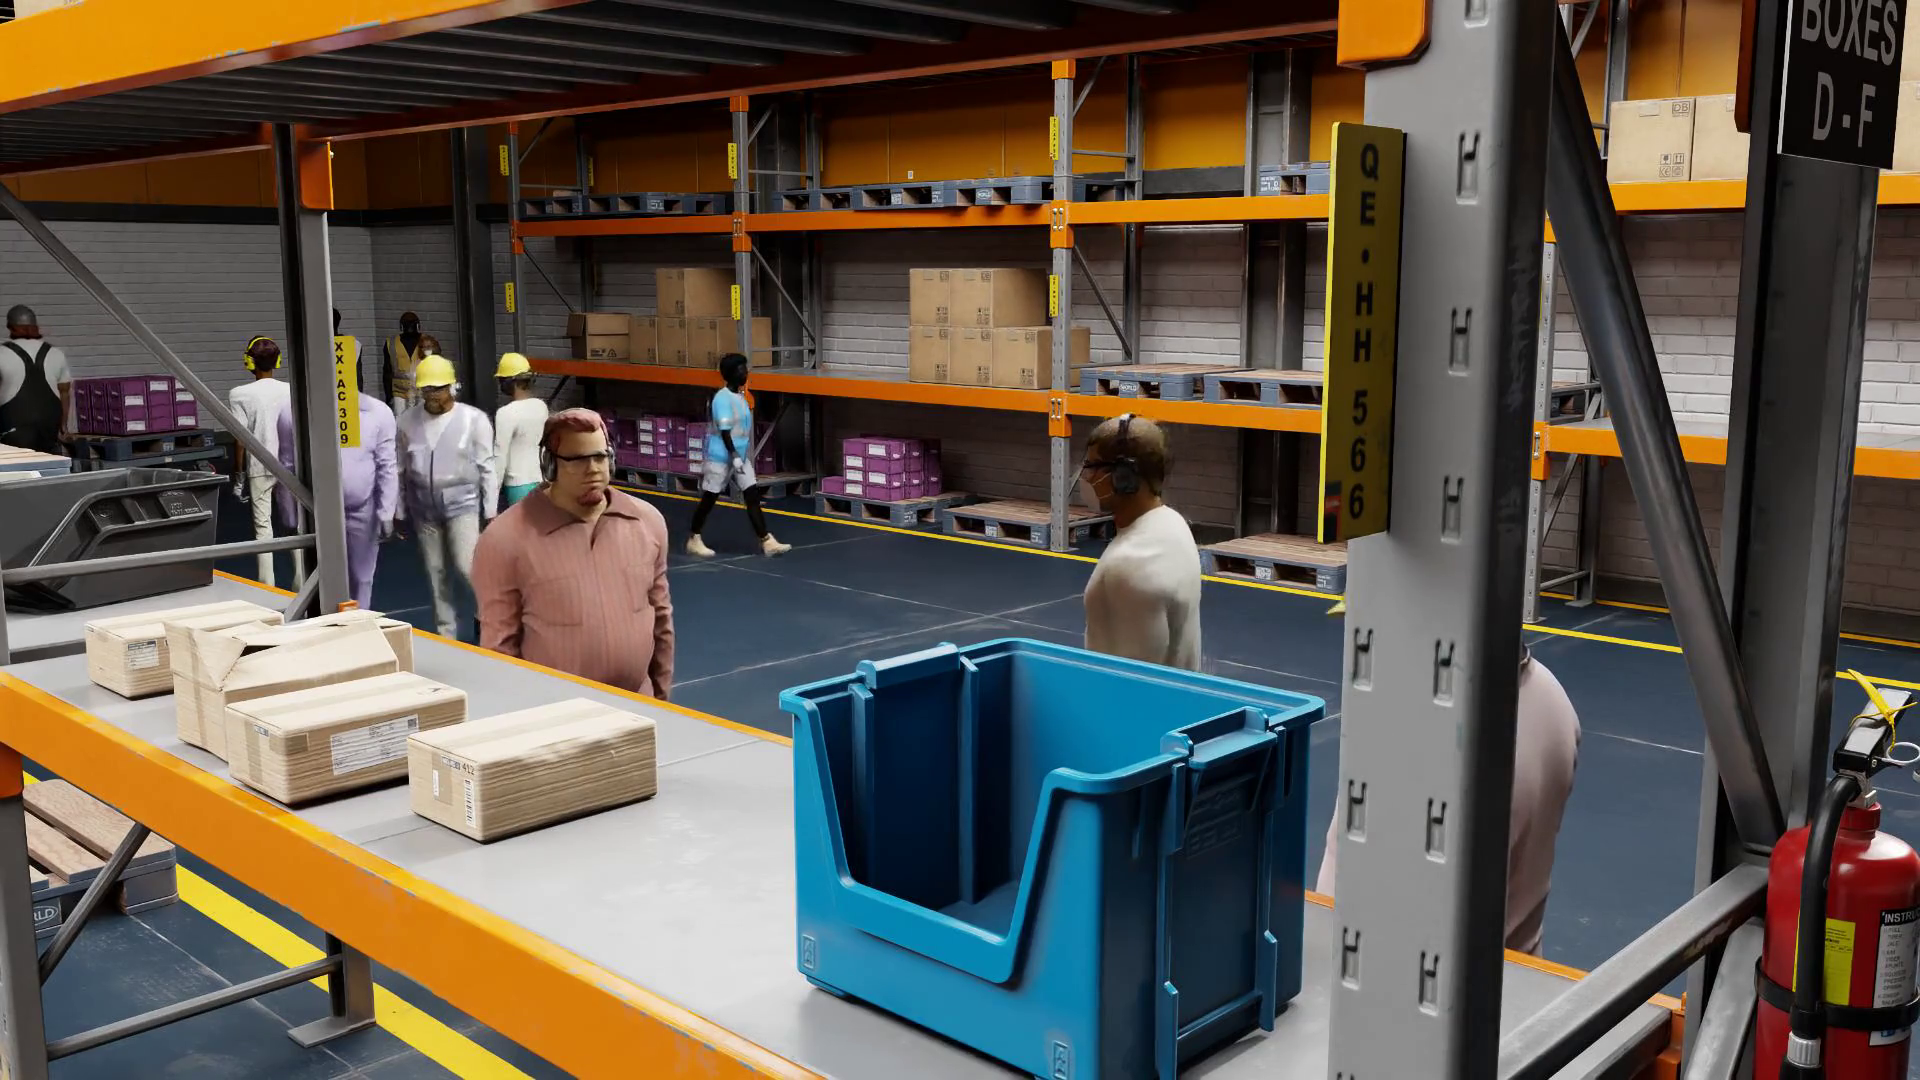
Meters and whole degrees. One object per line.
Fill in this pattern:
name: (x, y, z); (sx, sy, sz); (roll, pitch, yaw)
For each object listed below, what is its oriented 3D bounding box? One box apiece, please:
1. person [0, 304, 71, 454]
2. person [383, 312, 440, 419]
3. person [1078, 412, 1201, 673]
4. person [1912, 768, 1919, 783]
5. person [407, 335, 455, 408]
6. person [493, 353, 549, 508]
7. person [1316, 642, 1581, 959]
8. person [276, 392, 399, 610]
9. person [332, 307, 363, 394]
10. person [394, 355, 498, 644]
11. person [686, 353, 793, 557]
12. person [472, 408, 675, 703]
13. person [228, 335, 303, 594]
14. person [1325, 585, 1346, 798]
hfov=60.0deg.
person: (-8.275, -1.110, 14.816); (0.851, 2.000, 0.688); (8, 12, 40)
person: (-6.115, -1.626, 18.593); (0.633, 1.841, 0.429); (-2, 10, -13)
person: (0.472, 0.609, 4.678); (0.554, 1.931, 0.653); (2, 9, 12)
person: (4.544, 0.206, 7.430); (0.591, 1.823, 0.405); (-8, 12, -40)
person: (-5.903, -1.496, 18.566); (0.513, 1.591, 0.808); (-4, 10, -22)
person: (-3.019, -0.380, 11.202); (0.591, 1.747, 0.547); (3, 10, 18)
person: (0.844, 0.883, 3.019); (0.410, 1.906, 0.642); (7, 11, 36)
person: (-3.431, -0.121, 9.254); (0.639, 1.873, 0.861); (-4, 10, -25)
person: (-6.484, -1.455, 17.303); (0.392, 1.922, 0.591); (8, 12, 41)
person: (-3.068, -0.196, 9.910); (0.611, 1.819, 0.451); (0, 9, 3)
person: (-1.817, -0.665, 13.272); (0.889, 1.650, 0.535); (3, 10, 16)
person: (-1.159, 0.538, 5.174); (0.635, 1.899, 0.397); (-7, 12, -38)
person: (-4.638, -0.434, 11.185); (0.513, 1.877, 0.328); (-9, 13, -43)
person: (0.996, 0.886, 3.661); (0.518, 1.719, 0.559); (-1, 9, -8)
